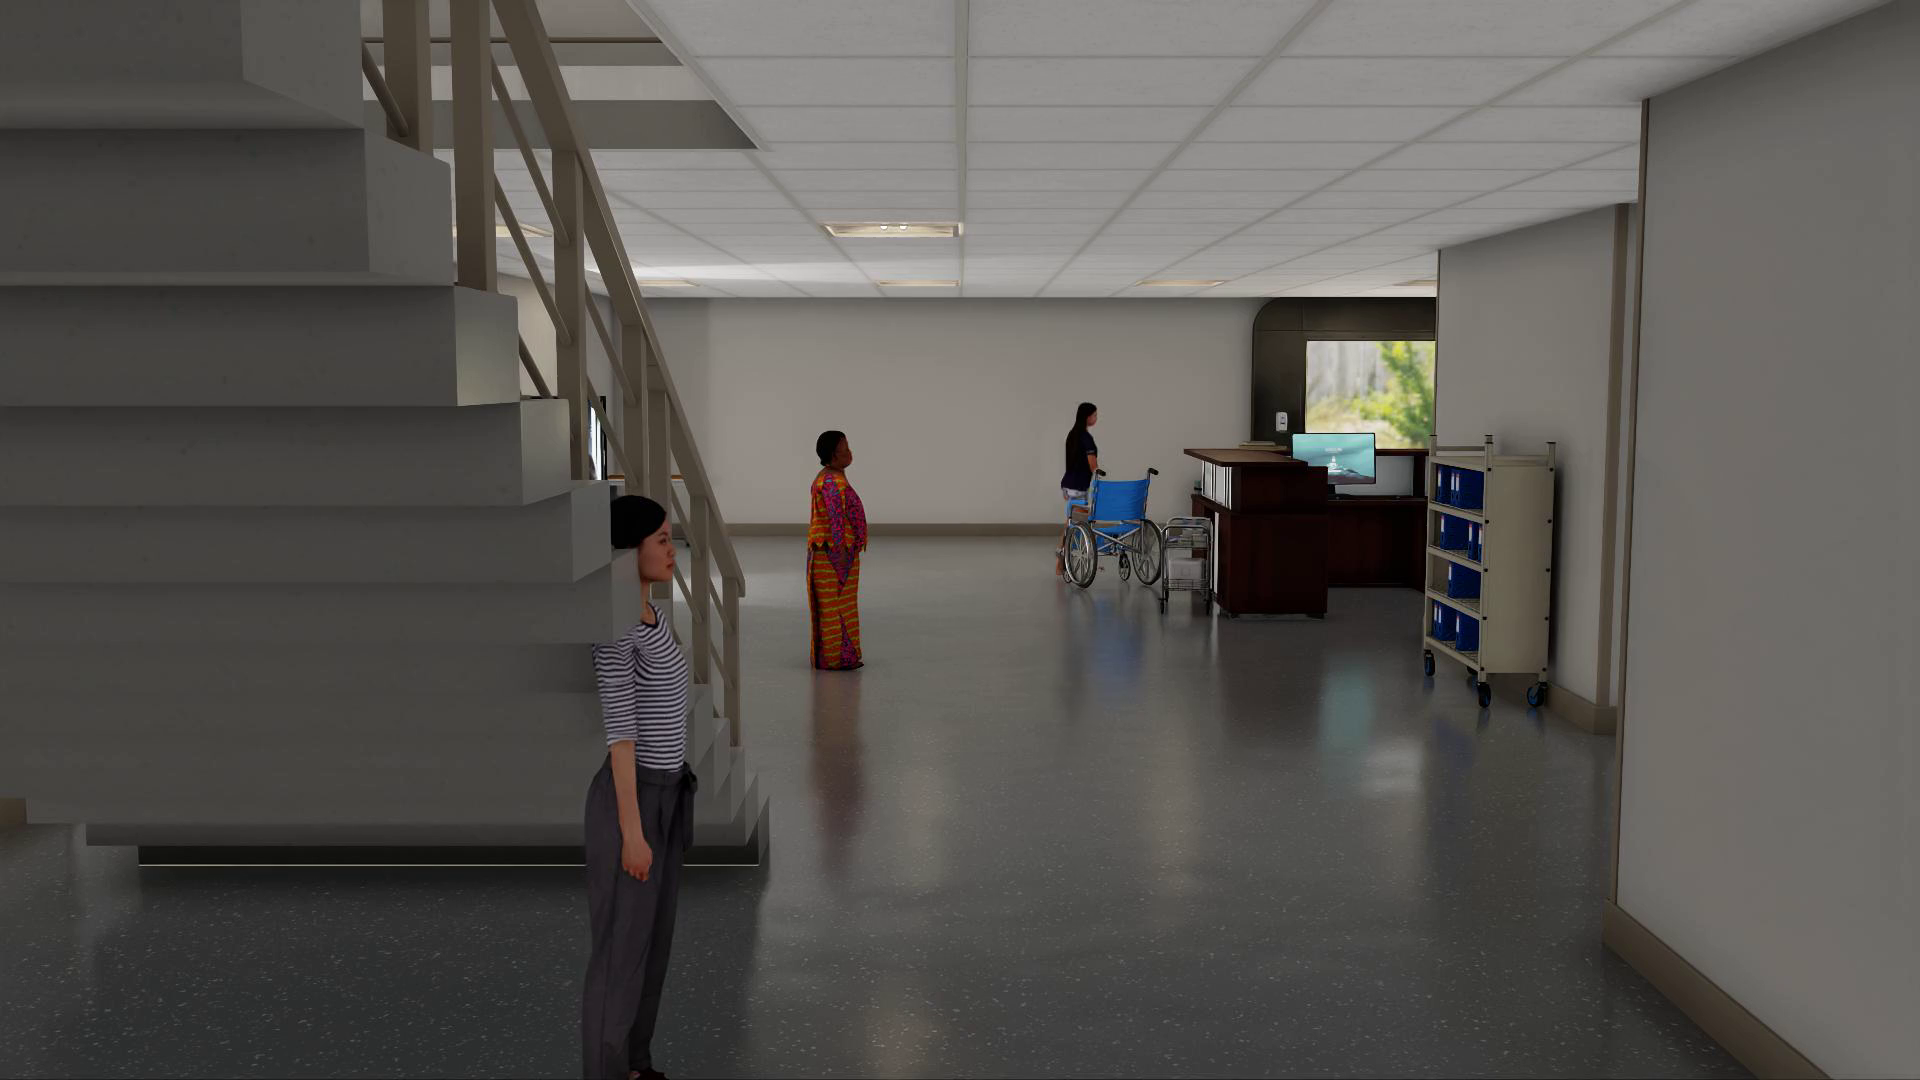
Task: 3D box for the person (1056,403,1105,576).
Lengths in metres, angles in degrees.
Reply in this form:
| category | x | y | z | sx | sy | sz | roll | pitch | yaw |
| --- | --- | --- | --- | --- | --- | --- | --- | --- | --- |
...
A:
| category | x | y | z | sx | sy | sz | roll | pitch | yaw |
| --- | --- | --- | --- | --- | --- | --- | --- | --- | --- |
| person | 1.098 | -0.490 | 16.694 | 0.800 | 1.738 | 0.809 | -2 | 6 | -20 |

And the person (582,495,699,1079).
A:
| category | x | y | z | sx | sy | sz | roll | pitch | yaw |
| --- | --- | --- | --- | --- | --- | --- | --- | --- | --- |
| person | -0.894 | 0.740 | 4.499 | 0.669 | 1.732 | 0.469 | 0 | 6 | 4 |

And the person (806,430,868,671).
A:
| category | x | y | z | sx | sy | sz | roll | pitch | yaw |
| --- | --- | --- | --- | --- | --- | --- | --- | --- | --- |
| person | -0.865 | 0.046 | 11.635 | 0.768 | 1.686 | 0.665 | -1 | 6 | -14 |
